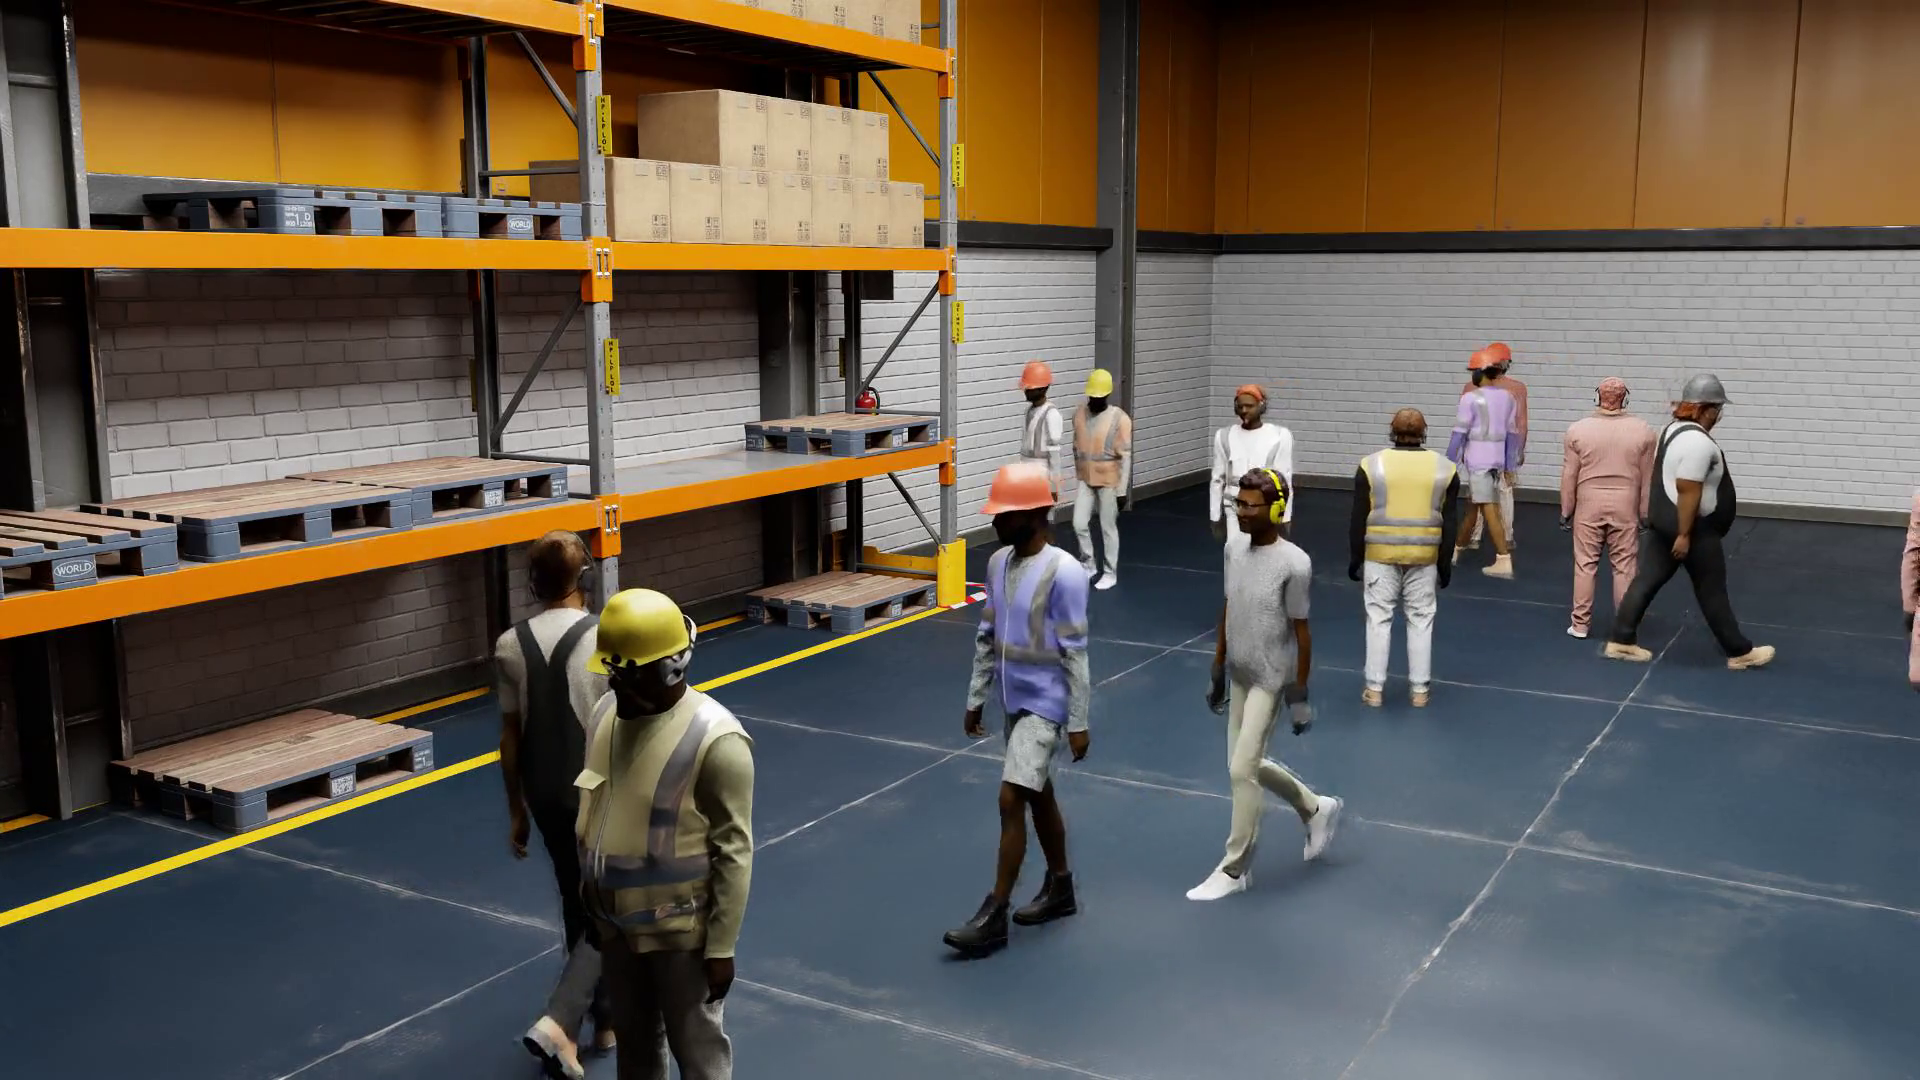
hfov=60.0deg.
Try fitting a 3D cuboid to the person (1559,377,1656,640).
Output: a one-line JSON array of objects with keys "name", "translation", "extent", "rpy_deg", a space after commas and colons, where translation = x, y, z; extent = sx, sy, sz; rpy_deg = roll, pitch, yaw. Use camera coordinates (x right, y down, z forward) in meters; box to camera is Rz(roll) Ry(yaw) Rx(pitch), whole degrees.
[{"name": "person", "translation": [4.659, -0.219, 12.000], "extent": [0.639, 1.910, 0.407], "rpy_deg": [3, 9, 16]}]

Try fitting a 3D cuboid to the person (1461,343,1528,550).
[{"name": "person", "translation": [5.118, -0.891, 15.947], "extent": [0.609, 1.988, 0.392], "rpy_deg": [4, 10, 24]}]

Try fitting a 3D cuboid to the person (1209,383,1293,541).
[{"name": "person", "translation": [2.085, -0.190, 11.938], "extent": [0.609, 1.869, 0.459], "rpy_deg": [4, 10, 23]}]

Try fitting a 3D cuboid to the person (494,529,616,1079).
[{"name": "person", "translation": [-1.272, 0.886, 5.429], "extent": [0.586, 1.807, 0.700], "rpy_deg": [3, 9, 16]}]

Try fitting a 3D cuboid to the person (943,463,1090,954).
[{"name": "person", "translation": [0.172, 0.655, 6.552], "extent": [0.837, 1.903, 0.564], "rpy_deg": [-5, 11, -31]}]

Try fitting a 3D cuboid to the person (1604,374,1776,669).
[{"name": "person", "translation": [4.918, -0.152, 11.172], "extent": [1.064, 2.000, 0.698], "rpy_deg": [1, 9, 5]}]

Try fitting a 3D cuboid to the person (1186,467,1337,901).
[{"name": "person", "translation": [1.321, 0.595, 7.132], "extent": [0.783, 1.852, 0.526], "rpy_deg": [-5, 10, -26]}]

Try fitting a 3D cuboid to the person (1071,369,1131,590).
[{"name": "person", "translation": [1.154, -0.486, 13.790], "extent": [0.625, 1.866, 0.633], "rpy_deg": [7, 11, 36]}]

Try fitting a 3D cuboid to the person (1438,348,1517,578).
[{"name": "person", "translation": [4.572, -0.691, 14.709], "extent": [0.615, 1.986, 1.032], "rpy_deg": [-6, 11, -35]}]

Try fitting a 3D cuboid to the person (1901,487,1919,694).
[{"name": "person", "translation": [5.228, 0.336, 8.615], "extent": [0.662, 1.885, 0.651], "rpy_deg": [-8, 12, -40]}]

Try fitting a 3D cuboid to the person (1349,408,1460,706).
[{"name": "person", "translation": [2.709, 0.115, 10.187], "extent": [0.637, 1.833, 0.432], "rpy_deg": [1, 9, 5]}]

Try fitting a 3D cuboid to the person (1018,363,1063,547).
[{"name": "person", "translation": [0.656, -0.504, 13.784], "extent": [0.489, 1.915, 0.664], "rpy_deg": [-4, 10, -23]}]

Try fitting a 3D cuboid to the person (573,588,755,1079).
[{"name": "person", "translation": [-0.828, 1.022, 4.525], "extent": [0.589, 1.822, 0.403], "rpy_deg": [7, 11, 37]}]
